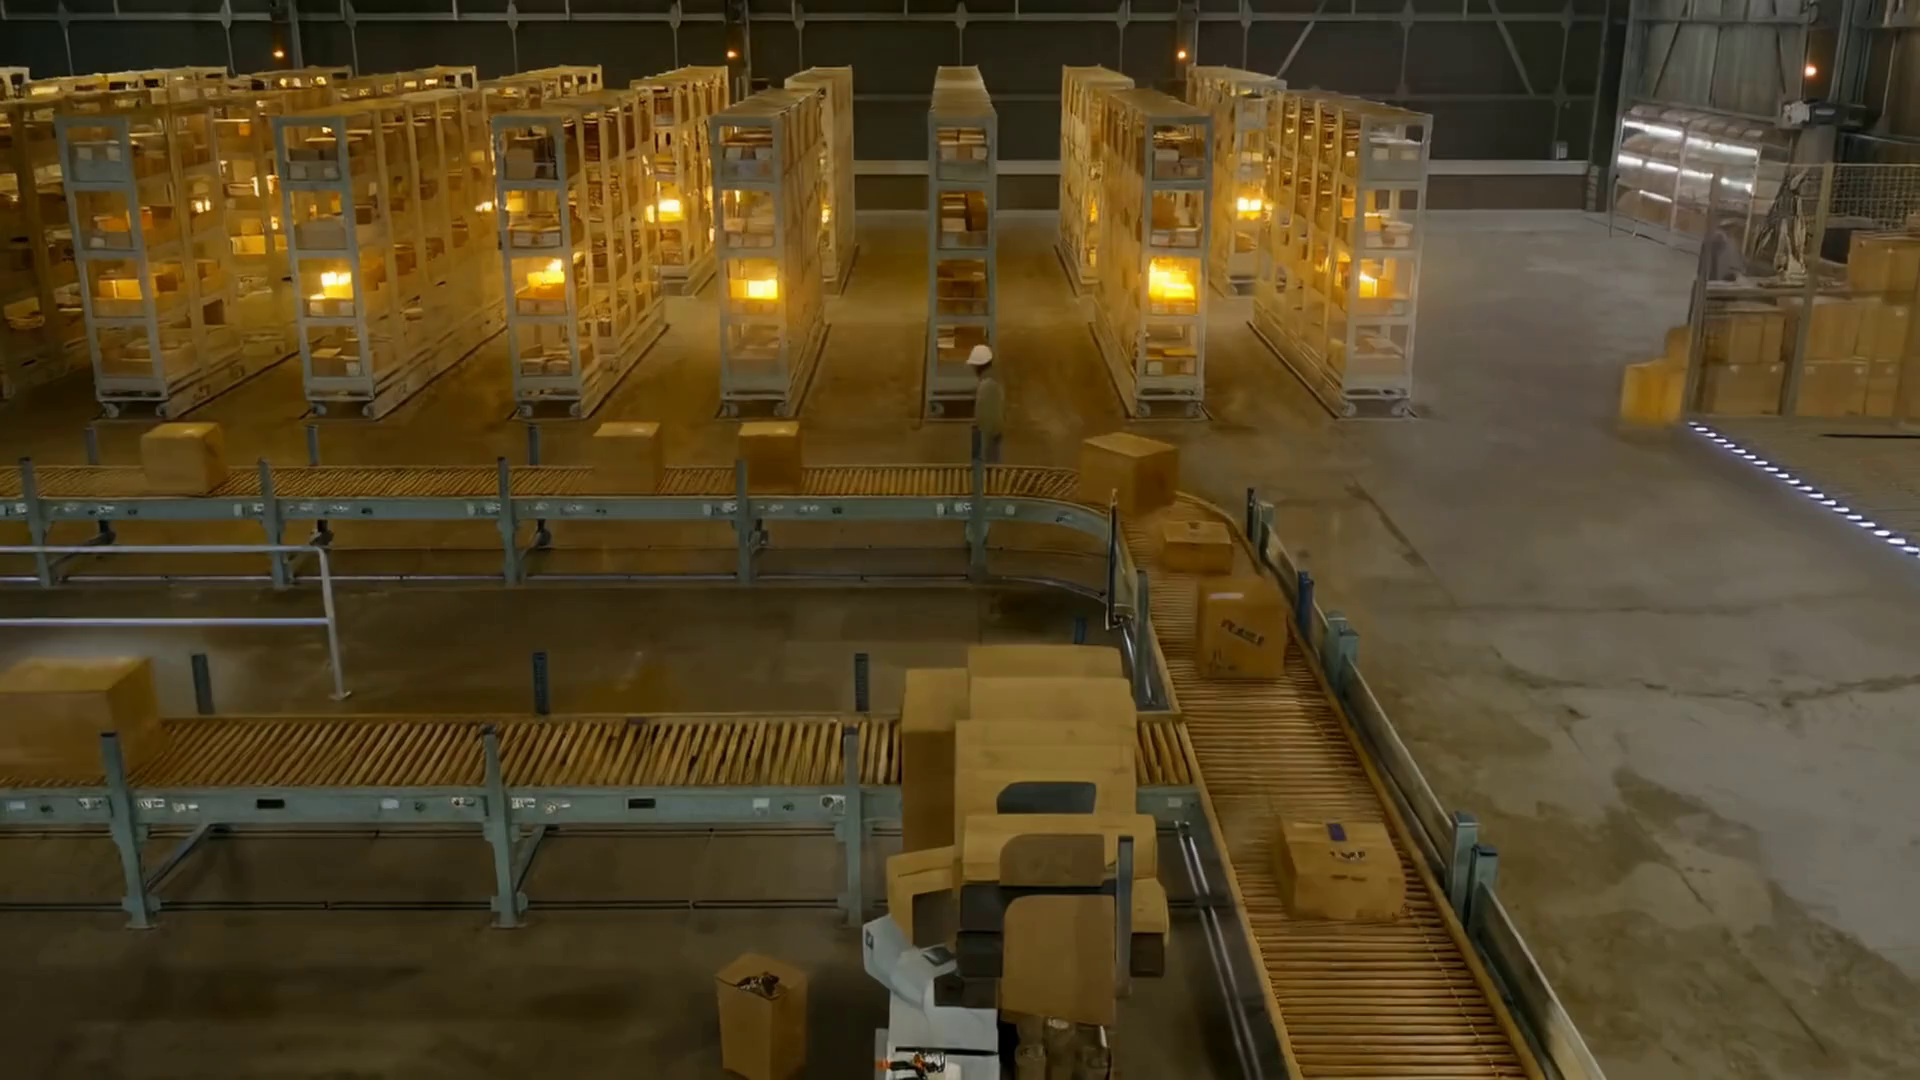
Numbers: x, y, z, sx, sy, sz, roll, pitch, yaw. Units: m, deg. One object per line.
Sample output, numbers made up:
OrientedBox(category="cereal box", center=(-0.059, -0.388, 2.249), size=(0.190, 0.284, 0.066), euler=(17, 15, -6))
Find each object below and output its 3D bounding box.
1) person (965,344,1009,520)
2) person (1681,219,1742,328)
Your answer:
OrientedBox(category="person", center=(0.212, -1.035, 15.998), size=(0.667, 1.732, 0.551), euler=(6, 19, 17))
OrientedBox(category="person", center=(10.598, -3.570, 23.502), size=(0.728, 1.943, 0.638), euler=(-6, 19, -17))
